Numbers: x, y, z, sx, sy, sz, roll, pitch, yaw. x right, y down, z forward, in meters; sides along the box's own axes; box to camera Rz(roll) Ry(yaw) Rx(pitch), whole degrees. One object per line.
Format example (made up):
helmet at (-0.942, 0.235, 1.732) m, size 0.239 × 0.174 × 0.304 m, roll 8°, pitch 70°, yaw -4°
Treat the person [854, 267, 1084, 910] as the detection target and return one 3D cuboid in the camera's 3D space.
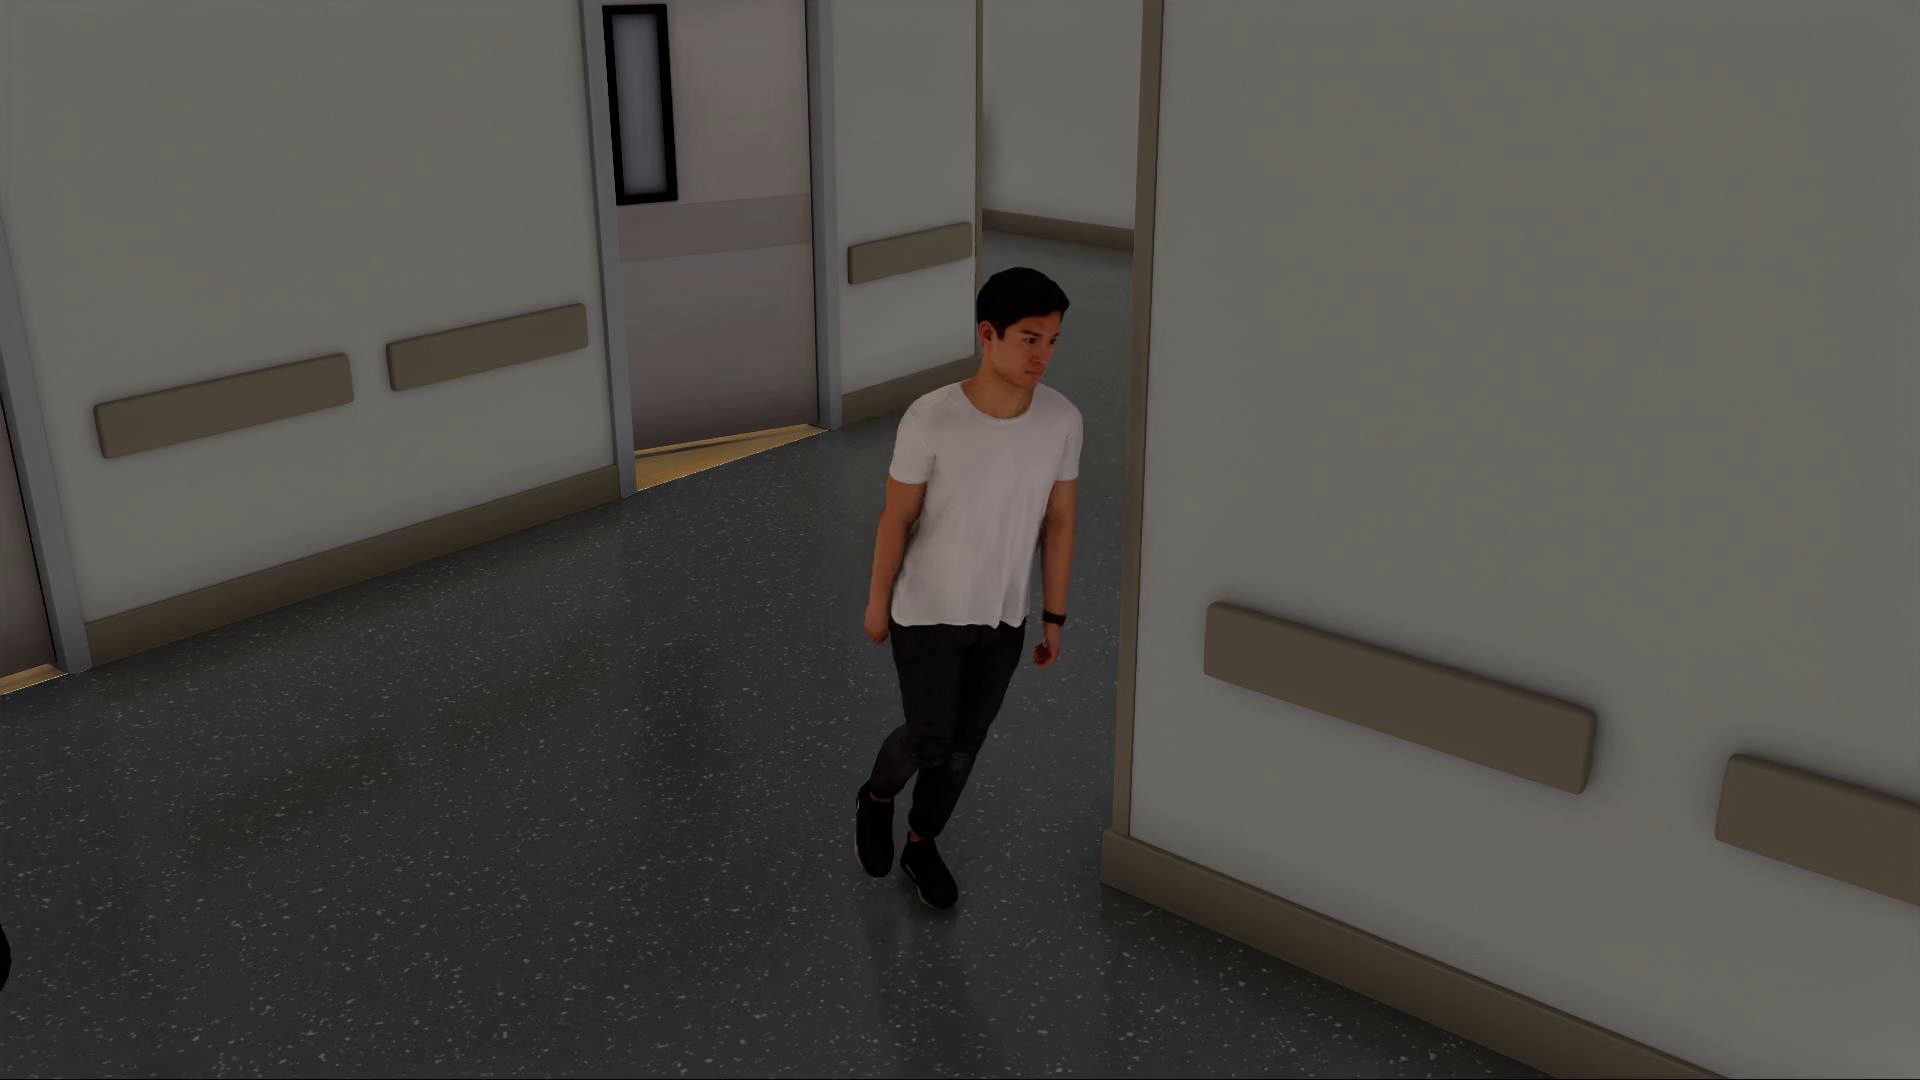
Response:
person at (-0.013, 0.126, 4.202) m, size 0.848 × 1.681 × 0.889 m, roll -8°, pitch 22°, yaw -19°
